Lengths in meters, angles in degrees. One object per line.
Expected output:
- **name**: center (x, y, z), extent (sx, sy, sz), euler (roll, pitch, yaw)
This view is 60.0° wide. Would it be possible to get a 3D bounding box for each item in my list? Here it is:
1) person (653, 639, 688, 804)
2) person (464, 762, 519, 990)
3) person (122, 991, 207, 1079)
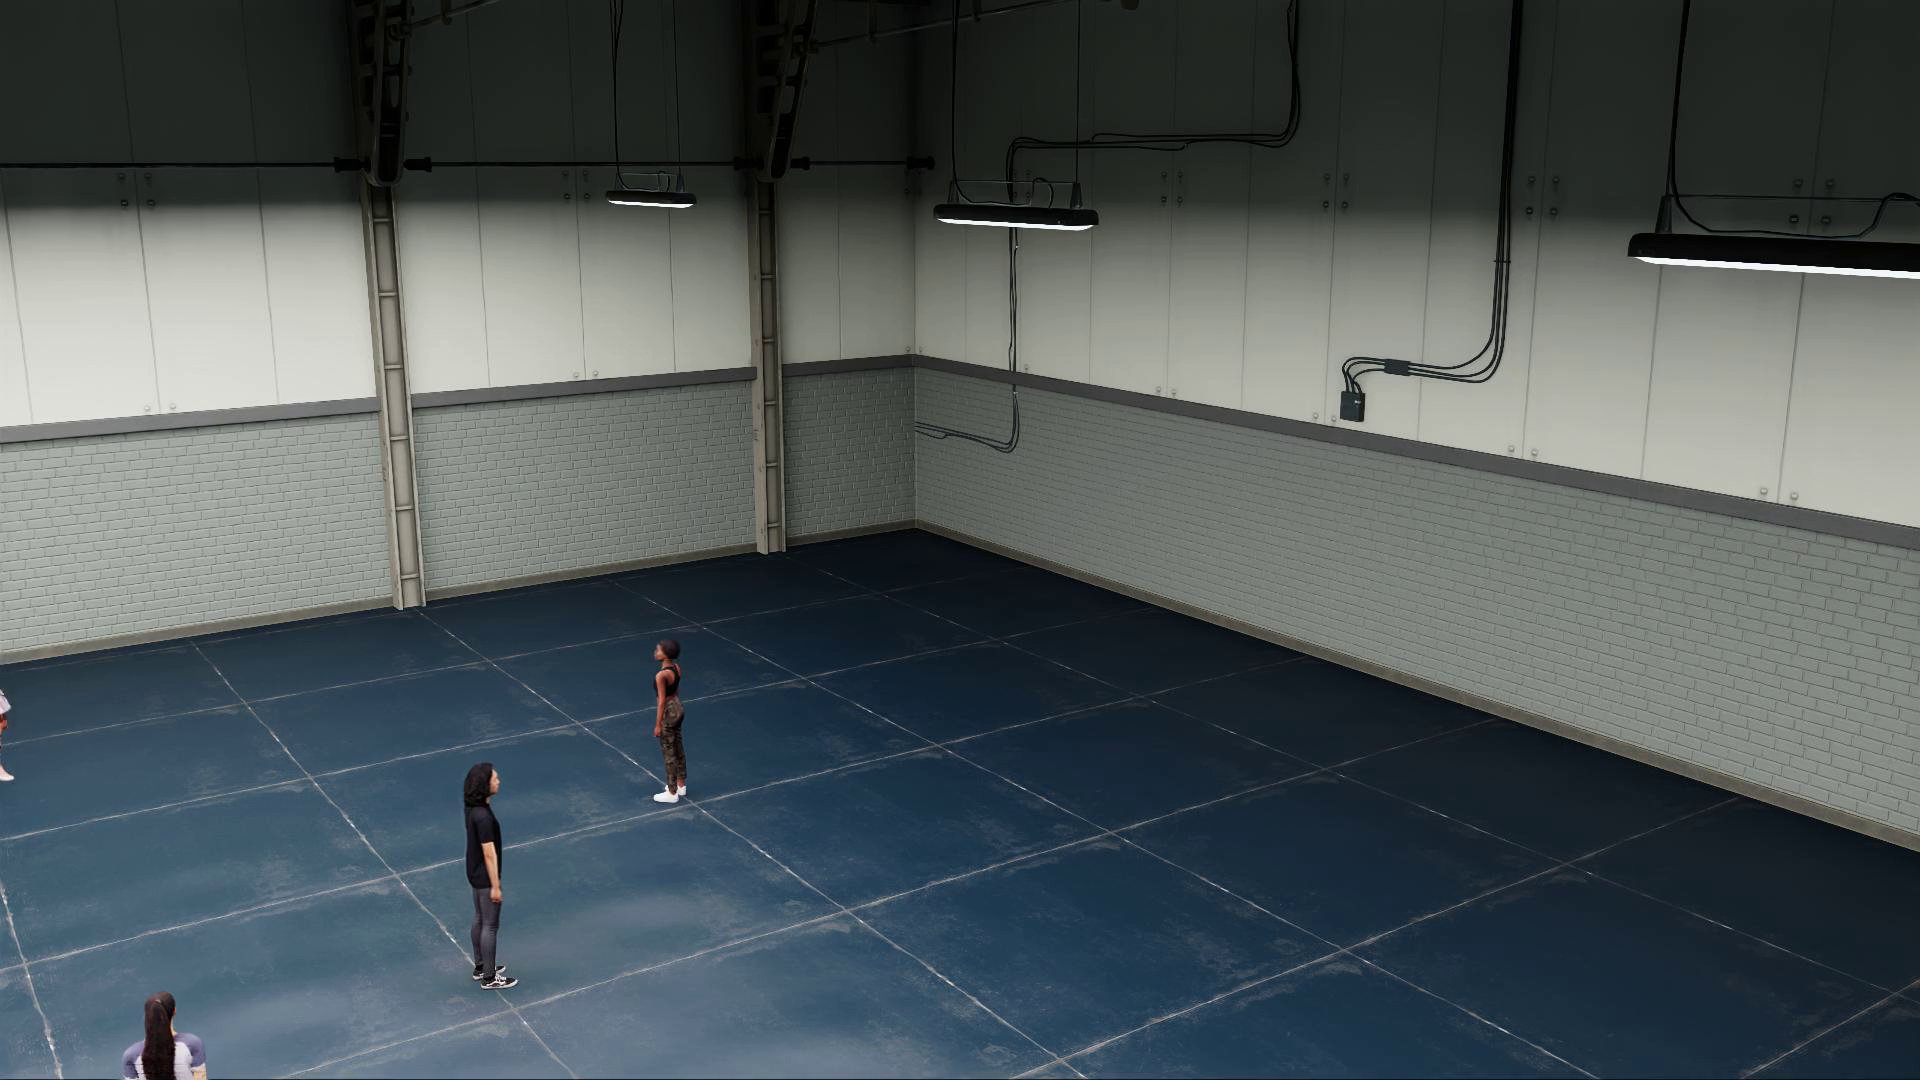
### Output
- **person**: center (-2.950, 1.815, 16.878), extent (0.722, 1.697, 0.641), euler (4, 14, 16)
- **person**: center (-3.746, 2.619, 13.100), extent (0.533, 1.835, 0.643), euler (-8, 15, -30)
- **person**: center (-4.648, 3.486, 9.815), extent (0.886, 1.628, 0.776), euler (-5, 14, -21)
